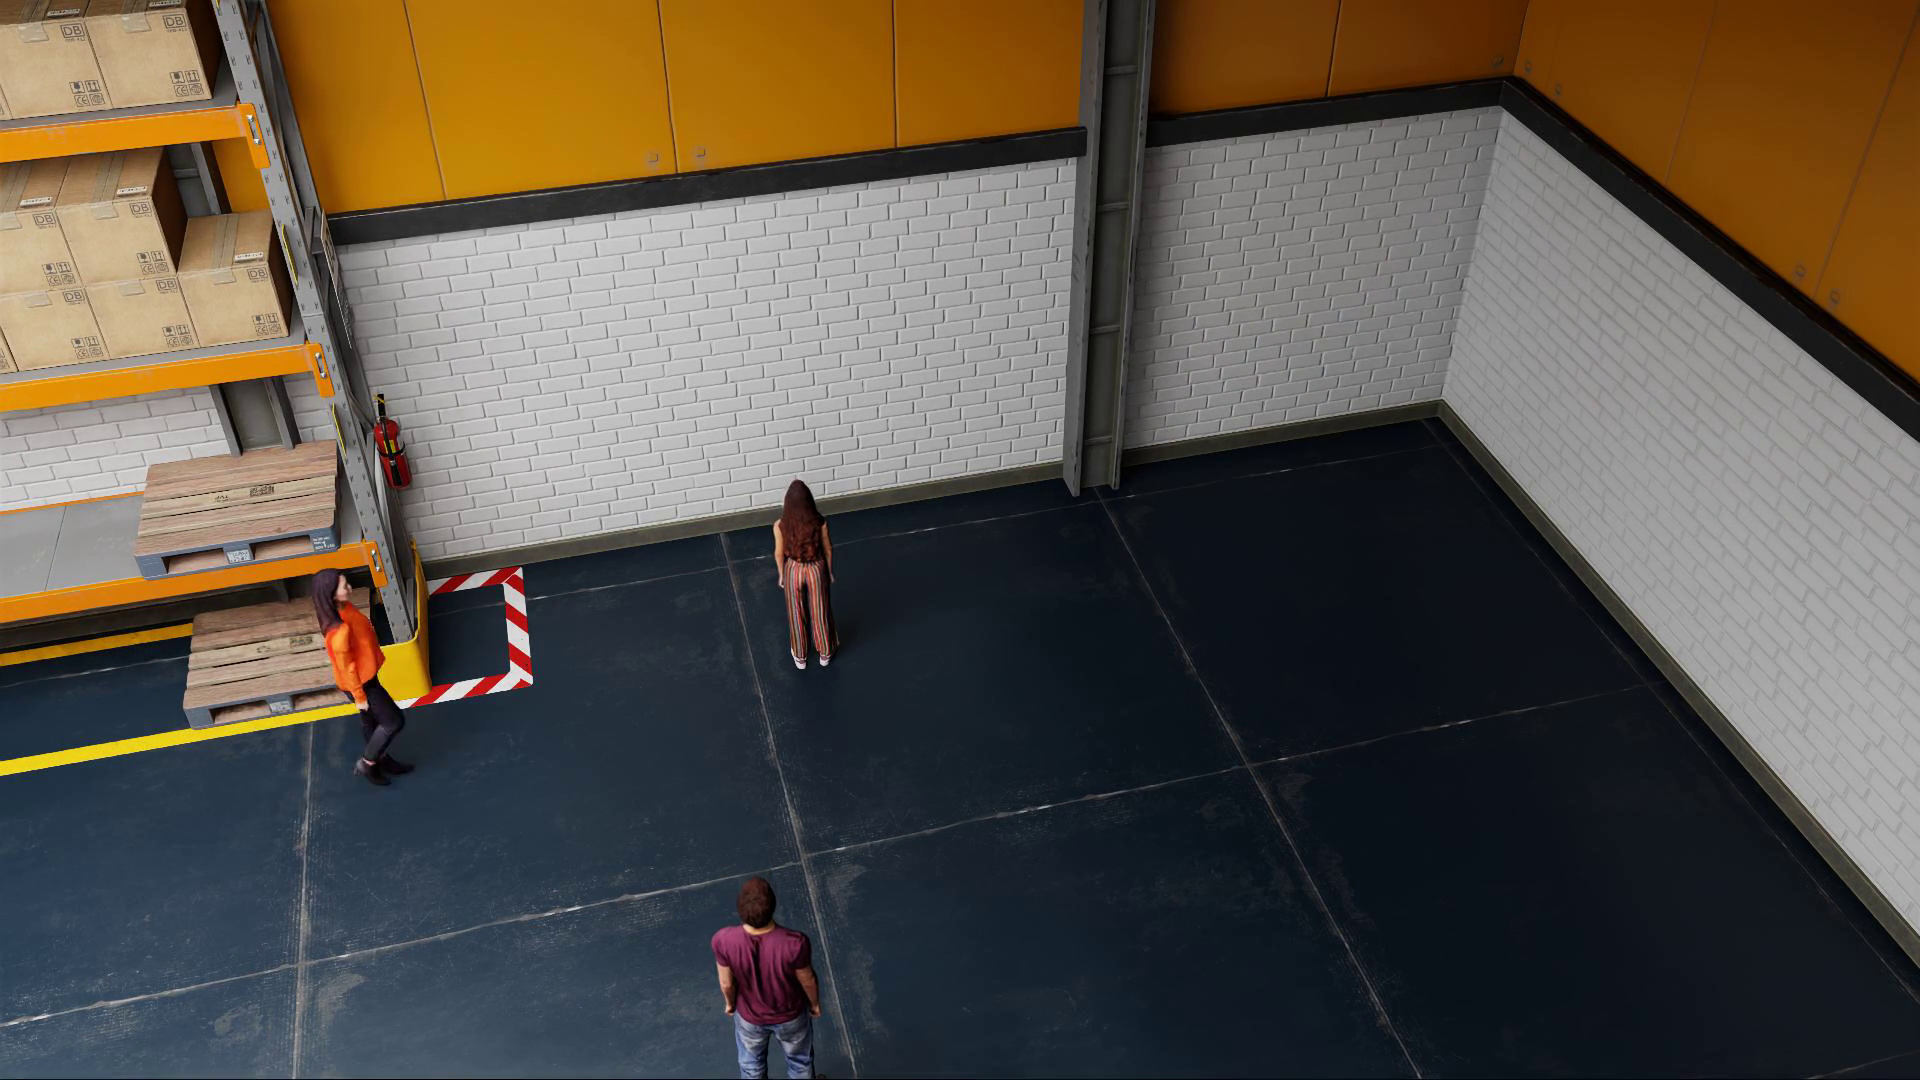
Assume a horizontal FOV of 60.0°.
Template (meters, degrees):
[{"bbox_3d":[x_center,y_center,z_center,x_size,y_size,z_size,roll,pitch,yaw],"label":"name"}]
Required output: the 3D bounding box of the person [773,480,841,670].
[{"bbox_3d":[-1.051,0.225,11.343,0.502,1.564,0.640,-4,39,-4],"label":"person"}]

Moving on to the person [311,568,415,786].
[{"bbox_3d":[-3.822,0.894,10.365,0.639,1.739,0.639,-12,40,-14],"label":"person"}]

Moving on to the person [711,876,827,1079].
[{"bbox_3d":[-0.960,2.350,8.446,0.601,1.859,0.778,1,39,1],"label":"person"}]
